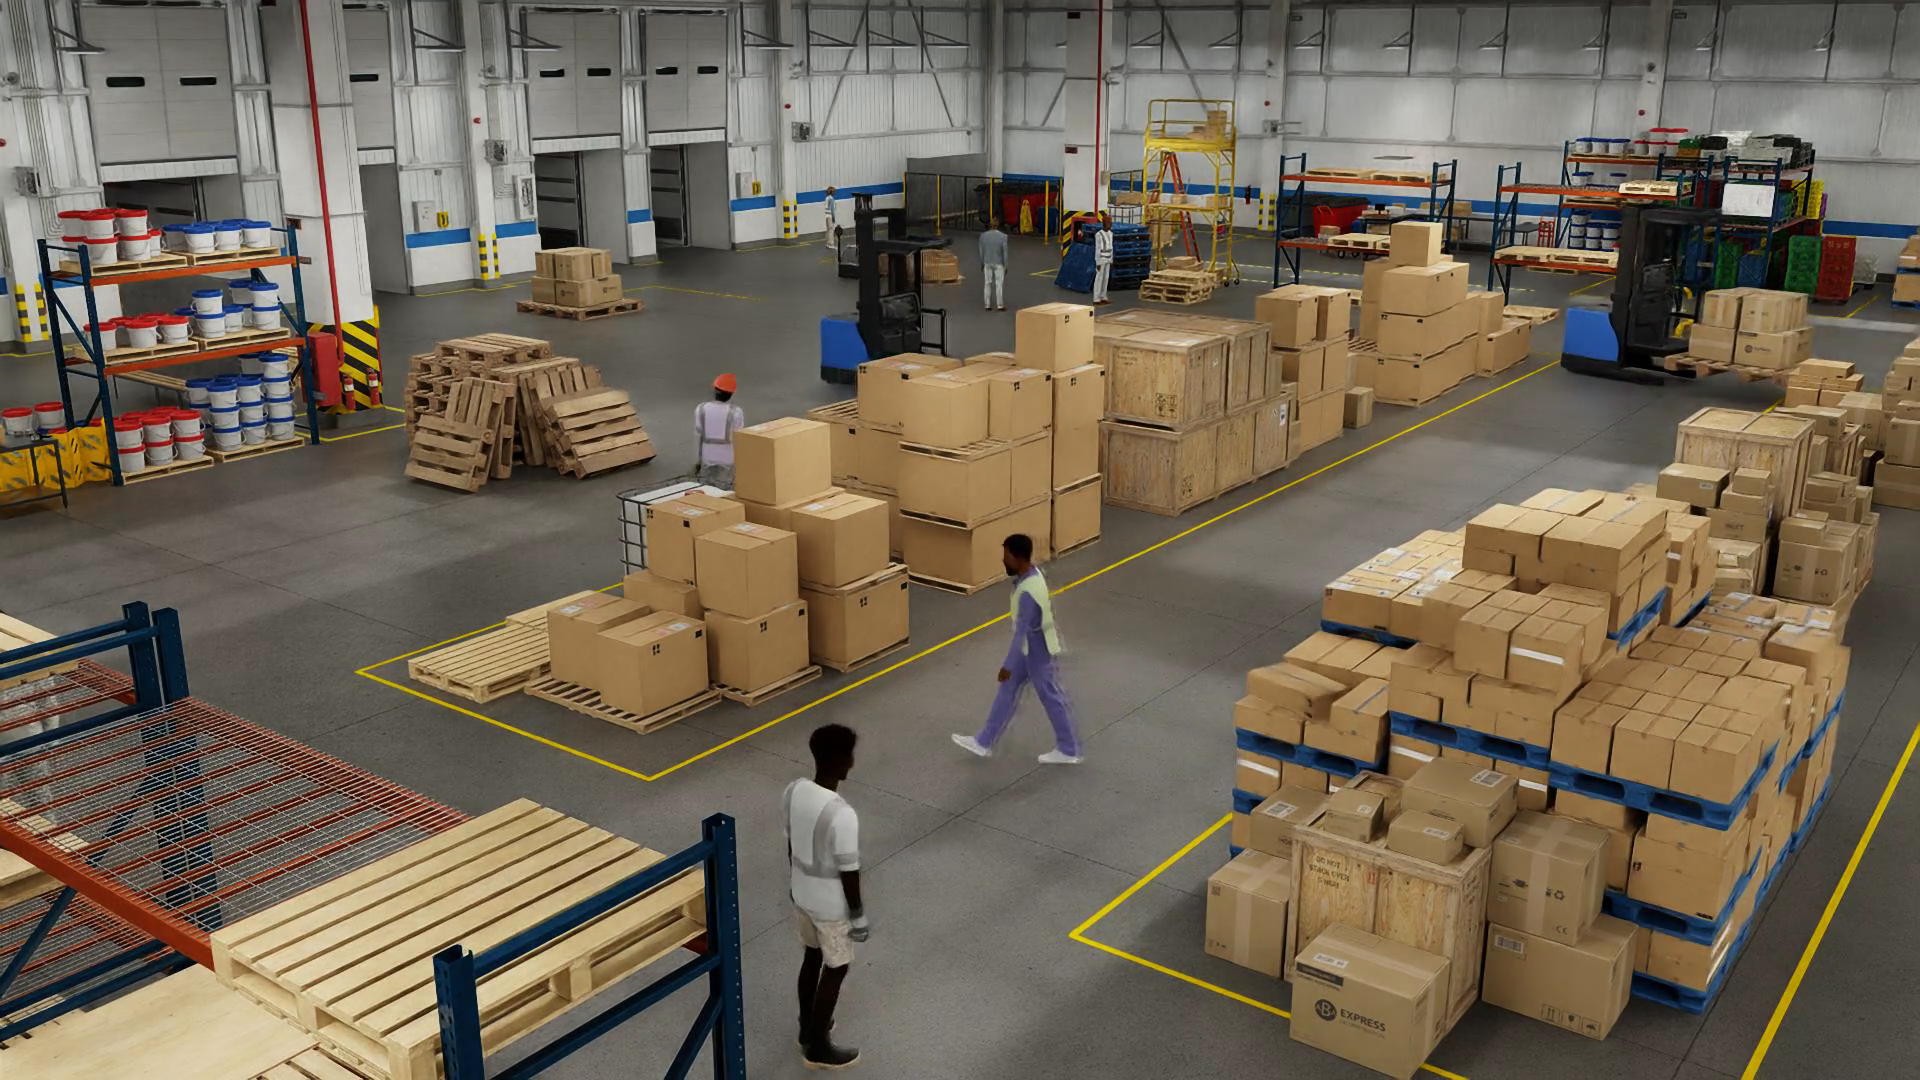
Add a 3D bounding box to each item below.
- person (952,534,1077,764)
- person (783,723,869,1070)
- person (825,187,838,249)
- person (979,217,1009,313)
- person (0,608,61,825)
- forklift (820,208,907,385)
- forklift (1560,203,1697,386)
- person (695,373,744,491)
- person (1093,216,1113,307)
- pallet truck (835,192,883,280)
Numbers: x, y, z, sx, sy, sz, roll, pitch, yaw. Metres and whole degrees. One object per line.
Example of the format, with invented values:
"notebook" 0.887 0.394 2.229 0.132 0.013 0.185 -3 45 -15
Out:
"person" 0.451 0.853 12.688 1.000 1.854 0.600 -1 17 -3
"person" -0.725 1.914 9.020 0.391 1.950 0.618 -10 20 -30
"person" -3.444 -8.588 44.326 0.309 1.640 0.513 -6 18 -19
"person" 0.691 -5.626 34.009 0.629 1.940 0.376 6 18 21
"person" -6.241 1.345 10.924 0.632 1.940 0.372 -8 19 -26
"forklift" -1.250 -3.861 26.558 1.873 2.768 1.129 12 21 35
"forklift" 11.101 -4.100 27.349 1.129 2.768 1.873 -13 21 -36
"person" -2.630 -0.921 18.482 0.559 1.898 0.605 4 17 12
"person" 3.011 -5.830 34.801 0.353 1.877 0.573 12 20 34
"pallet truck" -1.936 -7.159 38.982 1.885 1.965 0.823 -12 21 -34
